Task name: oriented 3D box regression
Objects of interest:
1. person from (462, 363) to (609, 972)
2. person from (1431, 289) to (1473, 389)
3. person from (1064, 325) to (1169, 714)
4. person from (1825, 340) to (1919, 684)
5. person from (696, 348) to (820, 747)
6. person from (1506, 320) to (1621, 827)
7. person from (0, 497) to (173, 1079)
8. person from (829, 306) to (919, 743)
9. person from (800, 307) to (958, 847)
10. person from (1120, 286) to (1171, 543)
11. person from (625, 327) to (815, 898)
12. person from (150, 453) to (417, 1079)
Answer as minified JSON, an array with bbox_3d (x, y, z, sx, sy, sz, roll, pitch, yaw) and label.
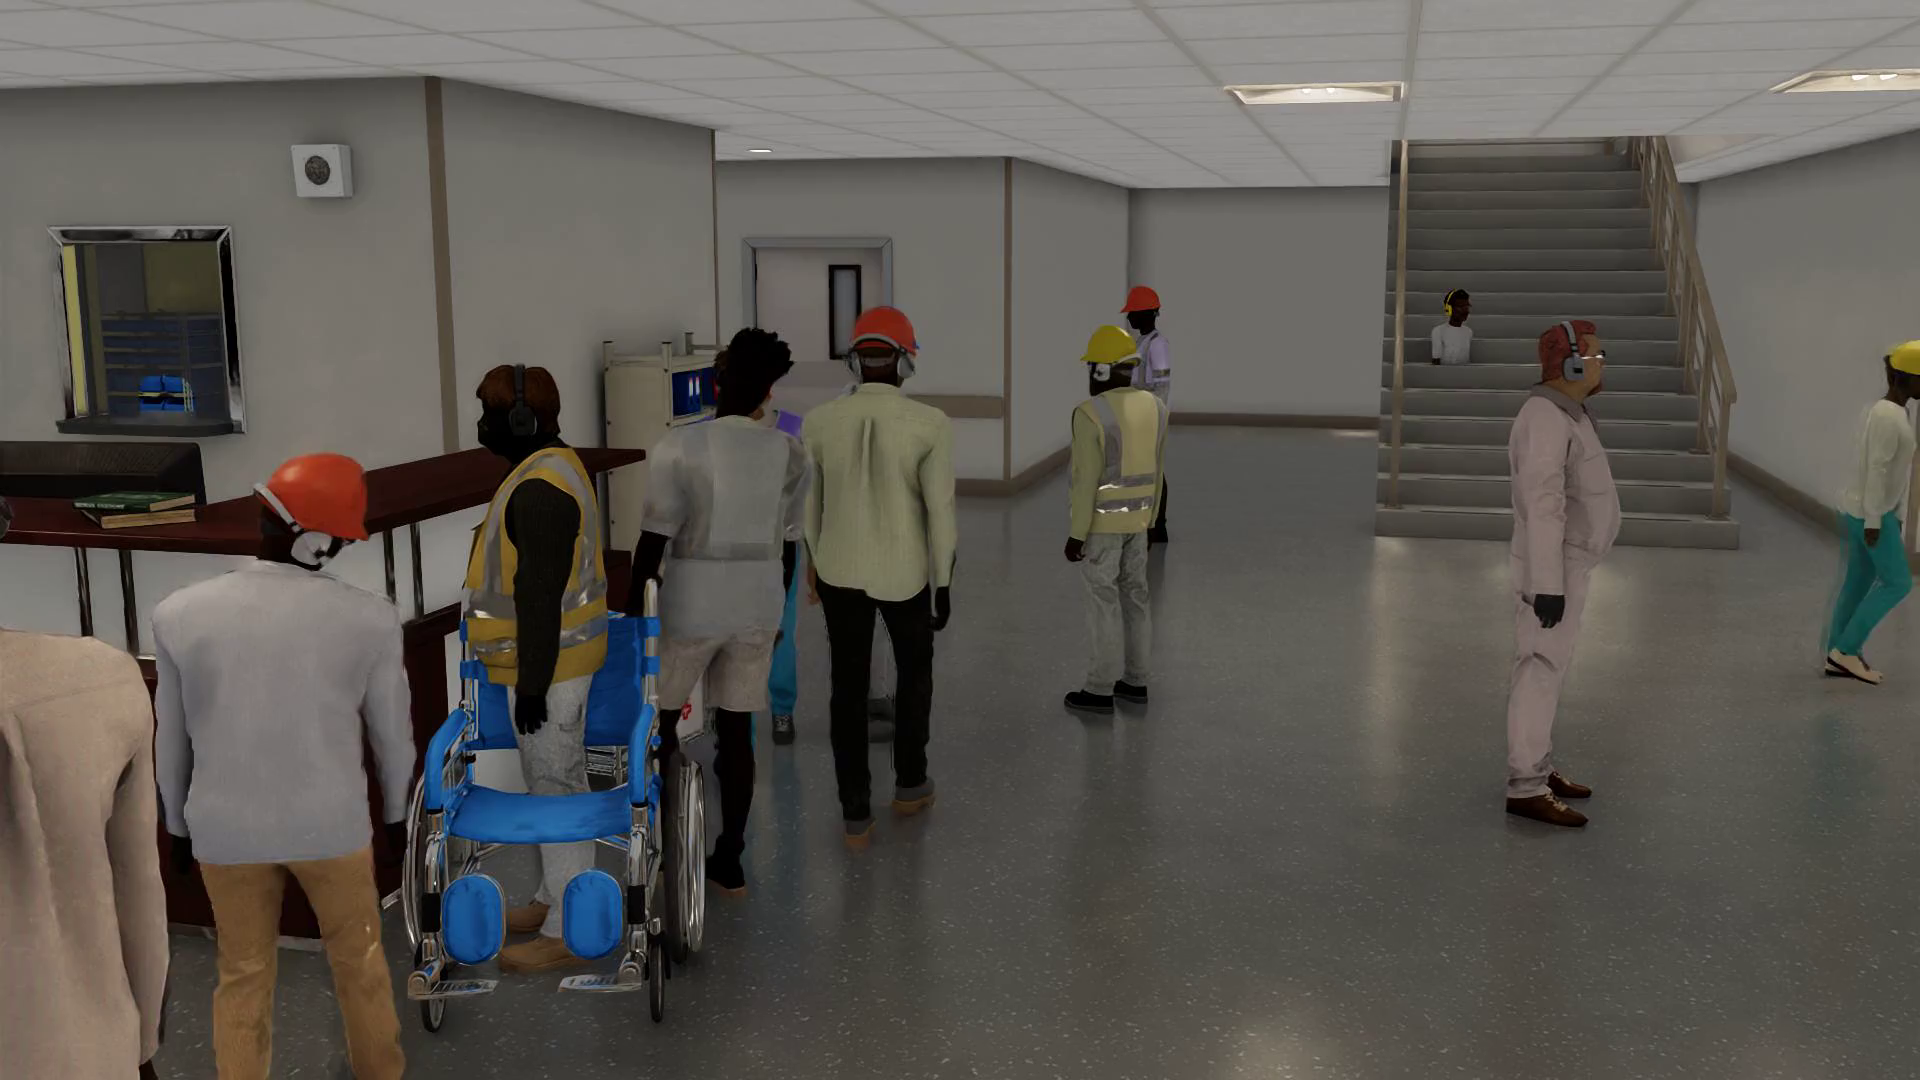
[{"bbox_3d":[-1.290,0.380,5.094,0.430,1.837,0.627,-2,10,-14],"label":"person"},{"bbox_3d":[4.352,-1.273,14.706,0.520,1.873,0.335,-7,12,-34],"label":"person"},{"bbox_3d":[0.715,-0.096,7.887,0.602,1.830,0.404,-9,13,-42],"label":"person"},{"bbox_3d":[4.606,-0.127,8.308,0.435,1.738,0.554,4,11,25],"label":"person"},{"bbox_3d":[-0.867,0.081,7.003,0.575,1.804,0.976,-1,10,-5],"label":"person"},{"bbox_3d":[2.308,0.118,6.397,0.410,1.911,0.651,4,11,24],"label":"person"},{"bbox_3d":[-1.330,0.785,2.228,0.399,1.989,0.623,3,10,19],"label":"person"},{"bbox_3d":[-0.375,-0.071,7.452,0.418,1.938,0.601,3,10,18],"label":"person"},{"bbox_3d":[-0.297,0.118,6.251,0.634,1.953,0.777,2,10,10],"label":"person"},{"bbox_3d":[1.391,-0.939,12.549,0.373,1.933,0.550,-2,10,-9],"label":"person"},{"bbox_3d":[-0.818,0.251,5.610,0.718,1.917,0.393,-6,11,-32],"label":"person"},{"bbox_3d":[-1.579,0.637,3.957,0.572,1.710,0.494,-2,10,-12],"label":"person"}]
